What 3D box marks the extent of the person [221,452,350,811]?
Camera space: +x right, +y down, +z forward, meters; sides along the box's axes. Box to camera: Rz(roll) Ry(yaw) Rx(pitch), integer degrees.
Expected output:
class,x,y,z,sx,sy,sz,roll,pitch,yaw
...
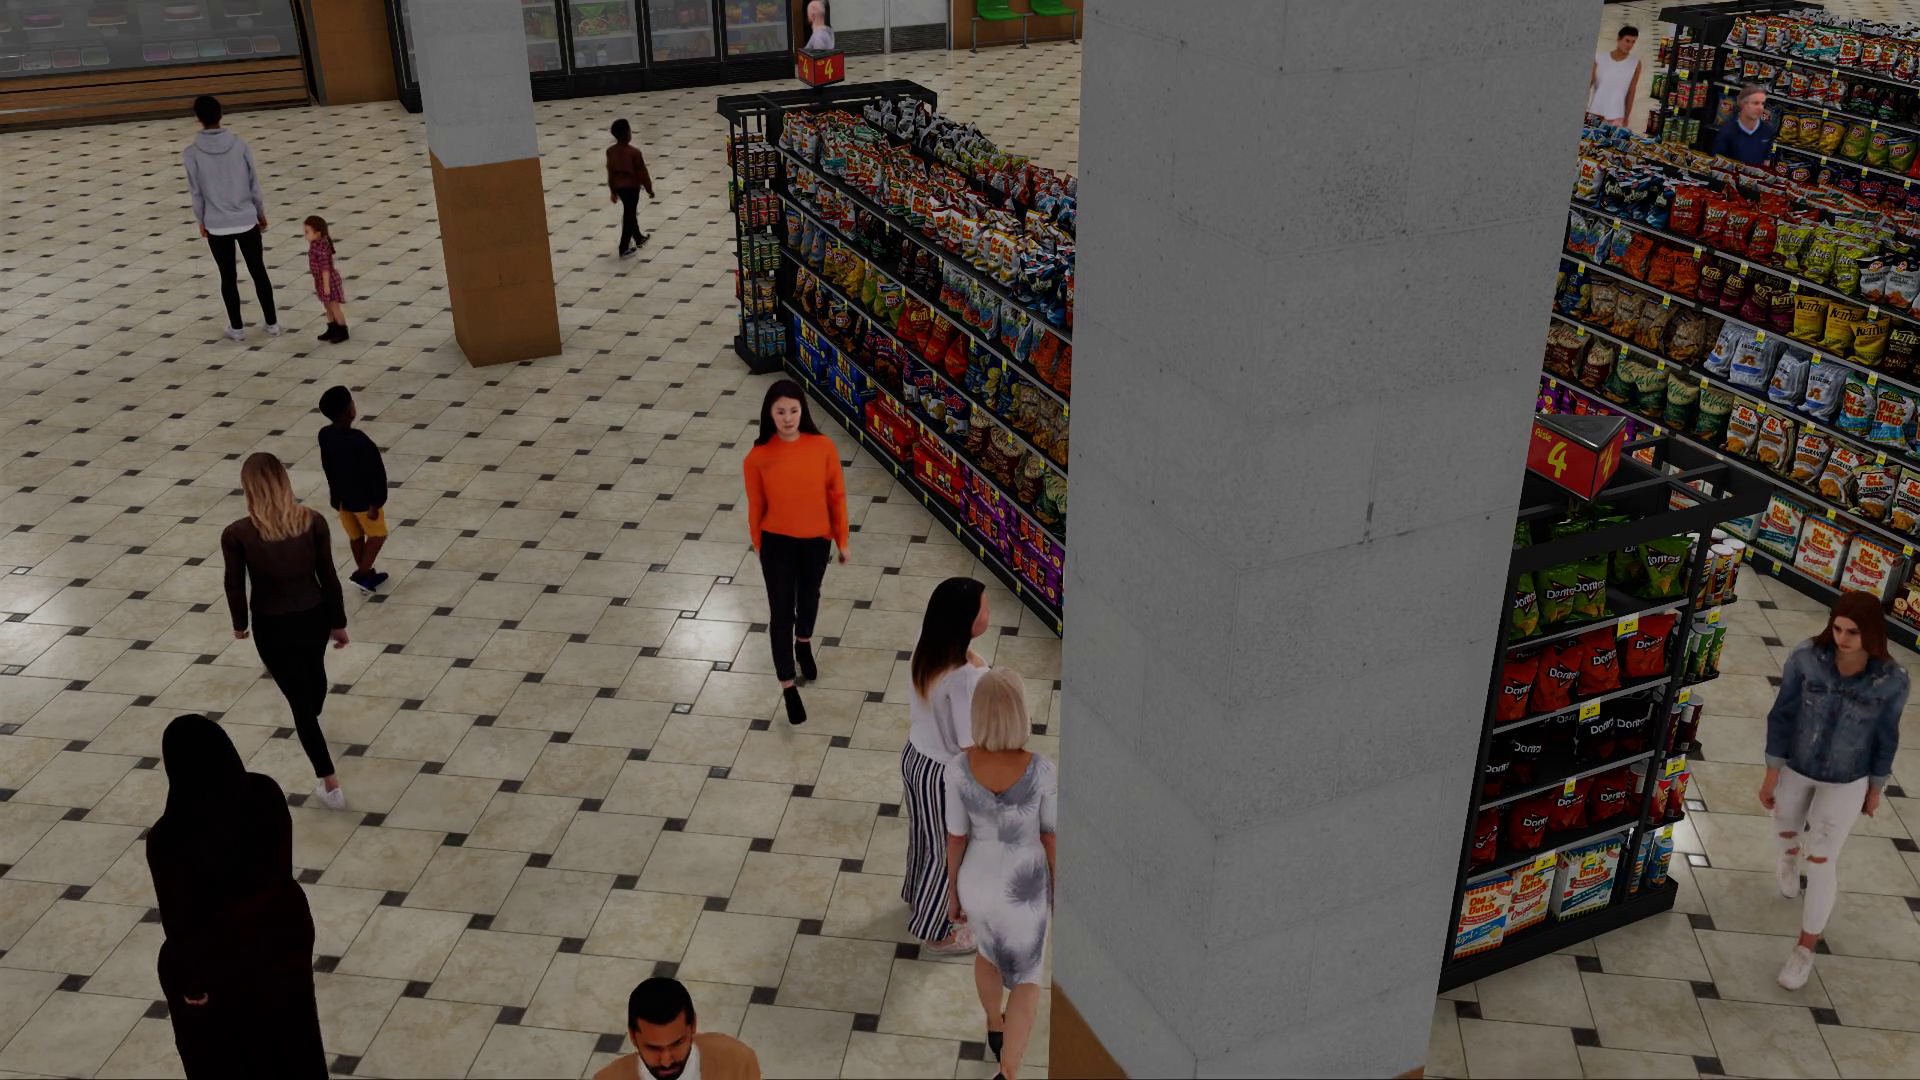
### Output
class,x,y,z,sx,sy,sz,roll,pitch,yaw
person,-2.999,0.456,7.519,0.757,1.646,1.176,-18,32,-31

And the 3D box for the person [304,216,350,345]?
class,x,y,z,sx,sy,sz,roll,pitch,yaw
person,-5.006,-2.077,13.210,0.499,1.016,0.403,-15,31,-27

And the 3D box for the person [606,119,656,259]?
class,x,y,z,sx,sy,sz,roll,pitch,yaw
person,-3.063,-3.176,15.138,0.793,1.234,0.825,13,30,24

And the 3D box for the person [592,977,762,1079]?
class,x,y,z,sx,sy,sz,roll,pitch,yaw
person,-0.781,1.852,4.668,0.721,1.736,0.809,-9,28,-17

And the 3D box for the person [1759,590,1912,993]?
class,x,y,z,sx,sy,sz,roll,pitch,yaw
person,3.423,0.902,6.620,1.076,1.663,0.970,17,32,30

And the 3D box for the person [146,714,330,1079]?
class,x,y,z,sx,sy,sz,roll,pitch,yaw
person,-2.346,1.389,5.577,0.980,1.739,0.900,17,31,29

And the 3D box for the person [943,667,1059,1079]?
class,x,y,z,sx,sy,sz,roll,pitch,yaw
person,0.152,1.278,5.808,0.928,1.728,1.040,6,27,11

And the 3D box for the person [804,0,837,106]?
class,x,y,z,sx,sy,sz,roll,pitch,yaw
person,-1.463,-4.765,17.604,0.823,1.837,0.712,3,27,6

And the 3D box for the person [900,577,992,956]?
class,x,y,z,sx,sy,sz,roll,pitch,yaw
person,-0.049,0.889,6.635,0.748,1.674,0.606,-9,28,-18

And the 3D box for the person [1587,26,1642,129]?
class,x,y,z,sx,sy,sz,roll,pitch,yaw
person,6.510,-4.275,16.759,1.149,1.727,1.141,15,31,27

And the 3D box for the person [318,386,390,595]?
class,x,y,z,sx,sy,sz,roll,pitch,yaw
person,-3.427,-0.245,9.327,0.685,1.263,0.751,8,28,15

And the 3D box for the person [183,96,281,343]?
class,x,y,z,sx,sy,sz,roll,pitch,yaw
person,-5.729,-2.520,13.079,0.703,1.926,0.620,-16,31,-28

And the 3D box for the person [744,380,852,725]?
class,x,y,z,sx,sy,sz,roll,pitch,yaw
person,-0.834,-0.021,8.377,0.721,1.721,1.041,-8,28,-16

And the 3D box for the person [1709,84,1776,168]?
class,x,y,z,sx,sy,sz,roll,pitch,yaw
person,6.356,-2.826,13.759,0.822,1.856,0.945,-3,27,-5
